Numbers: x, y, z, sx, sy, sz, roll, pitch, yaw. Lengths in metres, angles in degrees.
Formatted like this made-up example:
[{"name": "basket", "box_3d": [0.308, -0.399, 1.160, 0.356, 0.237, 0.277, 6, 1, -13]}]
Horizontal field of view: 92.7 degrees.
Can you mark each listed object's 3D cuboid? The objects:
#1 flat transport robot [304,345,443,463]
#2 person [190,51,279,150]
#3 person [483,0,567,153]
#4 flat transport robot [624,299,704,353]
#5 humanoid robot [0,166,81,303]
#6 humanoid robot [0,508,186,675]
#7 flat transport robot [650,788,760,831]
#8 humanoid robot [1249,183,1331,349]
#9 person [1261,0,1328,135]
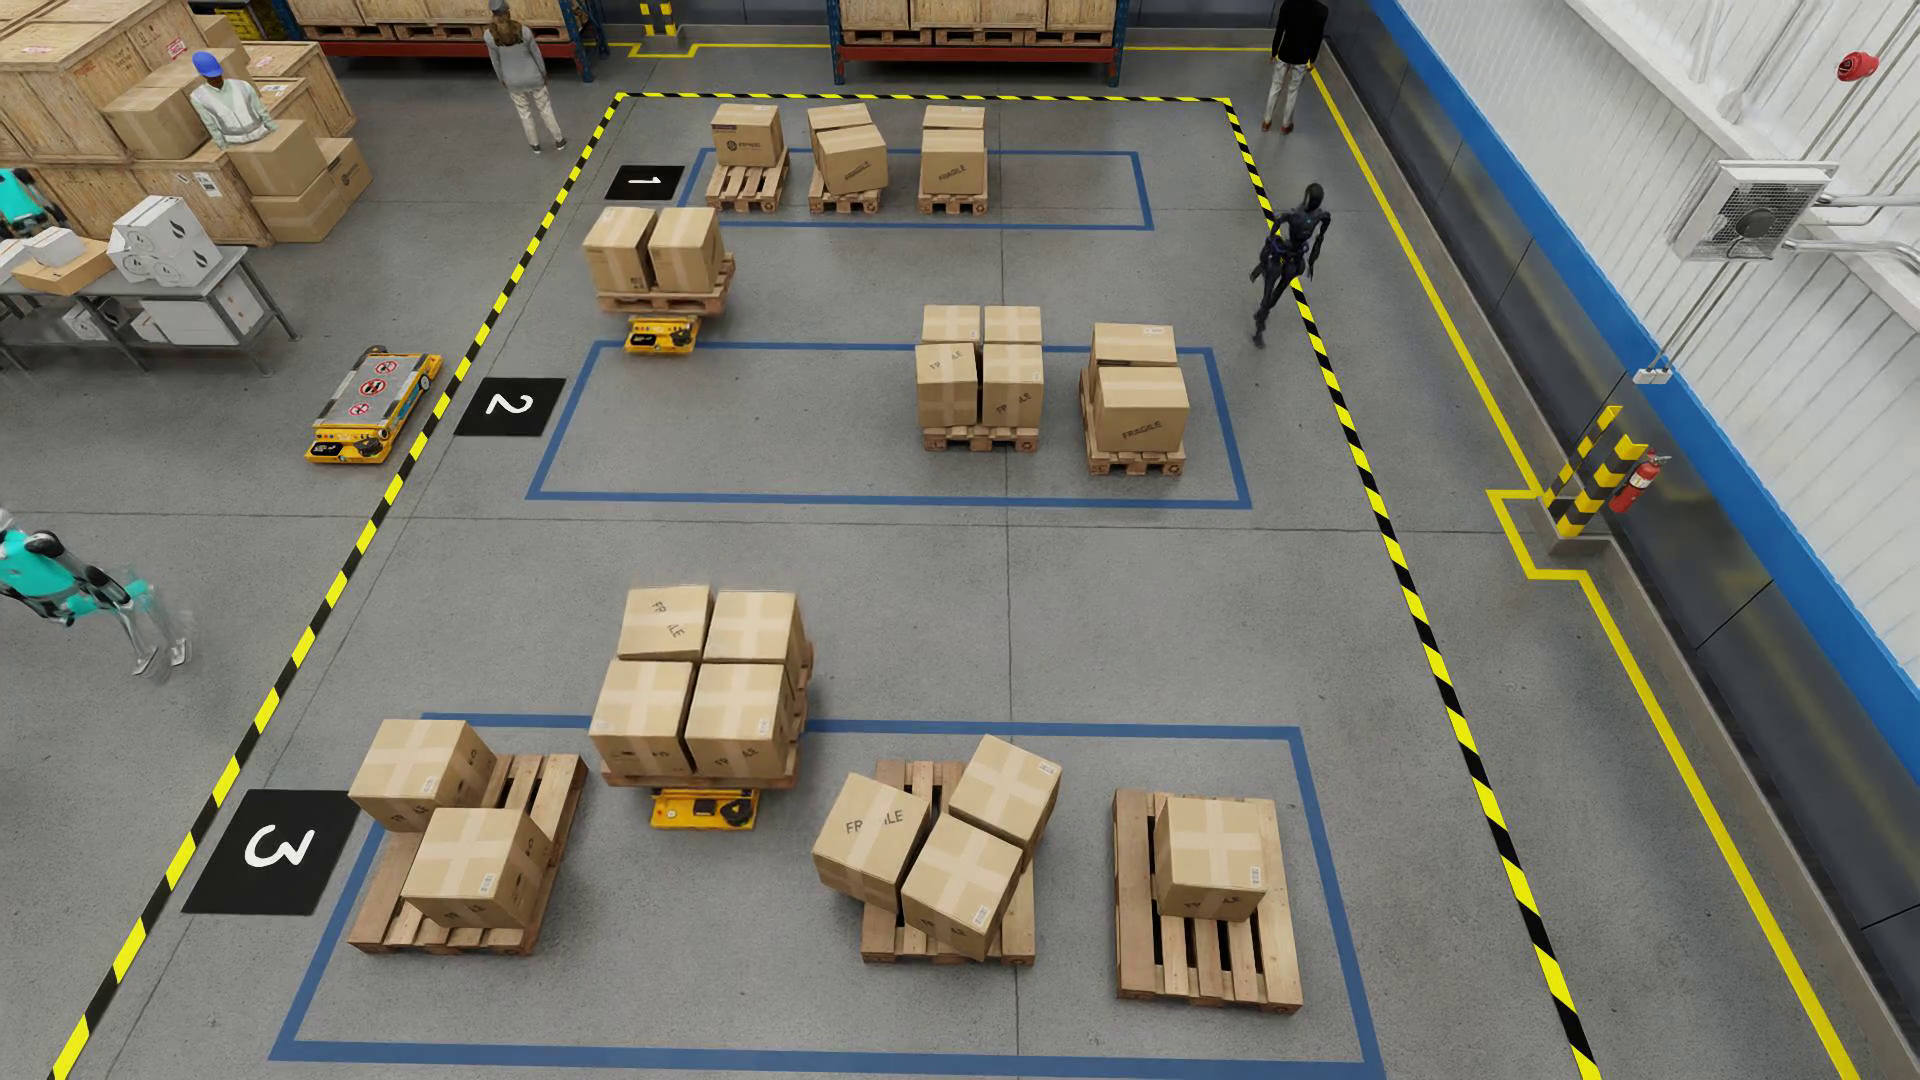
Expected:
[{"name": "flat transport robot", "box_3d": [-5.383, -1.269, 8.441, 0.659, 0.231, 1.431, 1, 50, 1]}, {"name": "person", "box_3d": [-7.612, -4.250, 9.873, 0.606, 1.939, 0.411, -33, 57, -25]}, {"name": "person", "box_3d": [-5.308, -5.620, 11.141, 0.571, 1.764, 0.403, -13, 51, -11]}, {"name": "flat transport robot", "box_3d": [-2.954, -2.451, 9.423, 0.652, 0.197, 1.431, 1, 50, 1]}, {"name": "humanoid robot", "box_3d": [-8.637, -2.722, 8.727, 0.530, 1.767, 1.030, -34, 57, -25]}, {"name": "humanoid robot", "box_3d": [-5.811, 0.252, 6.103, 0.533, 1.677, 0.735, -11, 51, -10]}, {"name": "flat transport robot", "box_3d": [-1.642, 1.262, 6.281, 0.652, 0.197, 1.431, 1, 50, 1]}, {"name": "humanoid robot", "box_3d": [3.100, -2.602, 8.657, 0.608, 1.638, 0.630, -4, 50, -4]}, {"name": "person", "box_3d": [4.157, -6.033, 11.418, 0.585, 1.878, 0.386, 22, 53, 18]}]
